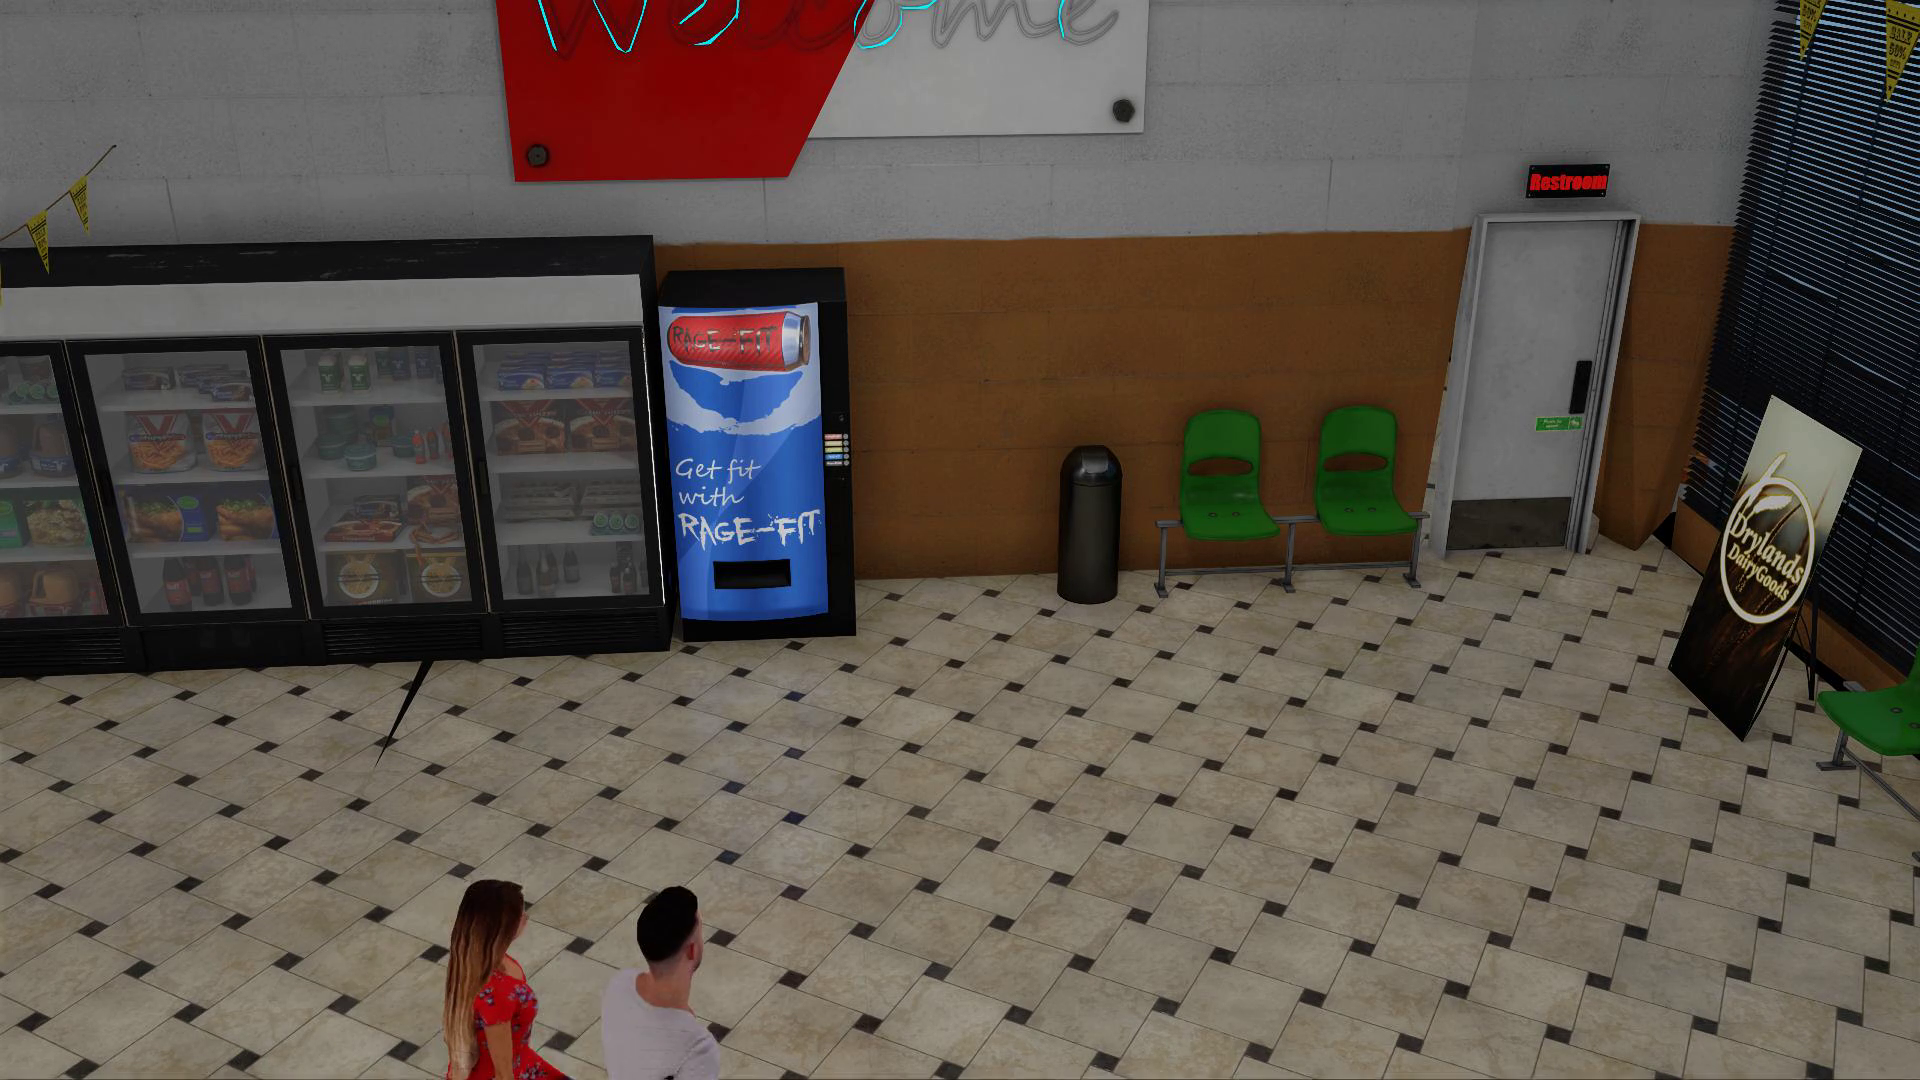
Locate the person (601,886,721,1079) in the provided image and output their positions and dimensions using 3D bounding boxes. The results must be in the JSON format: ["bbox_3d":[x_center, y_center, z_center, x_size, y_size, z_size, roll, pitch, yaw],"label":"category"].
[{"bbox_3d":[-0.921,1.883,4.905,1.117,1.781,1.146,21,31,40],"label":"person"}]

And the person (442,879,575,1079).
[{"bbox_3d":[-1.558,1.807,5.349,0.958,1.564,0.956,-18,30,-36],"label":"person"}]
